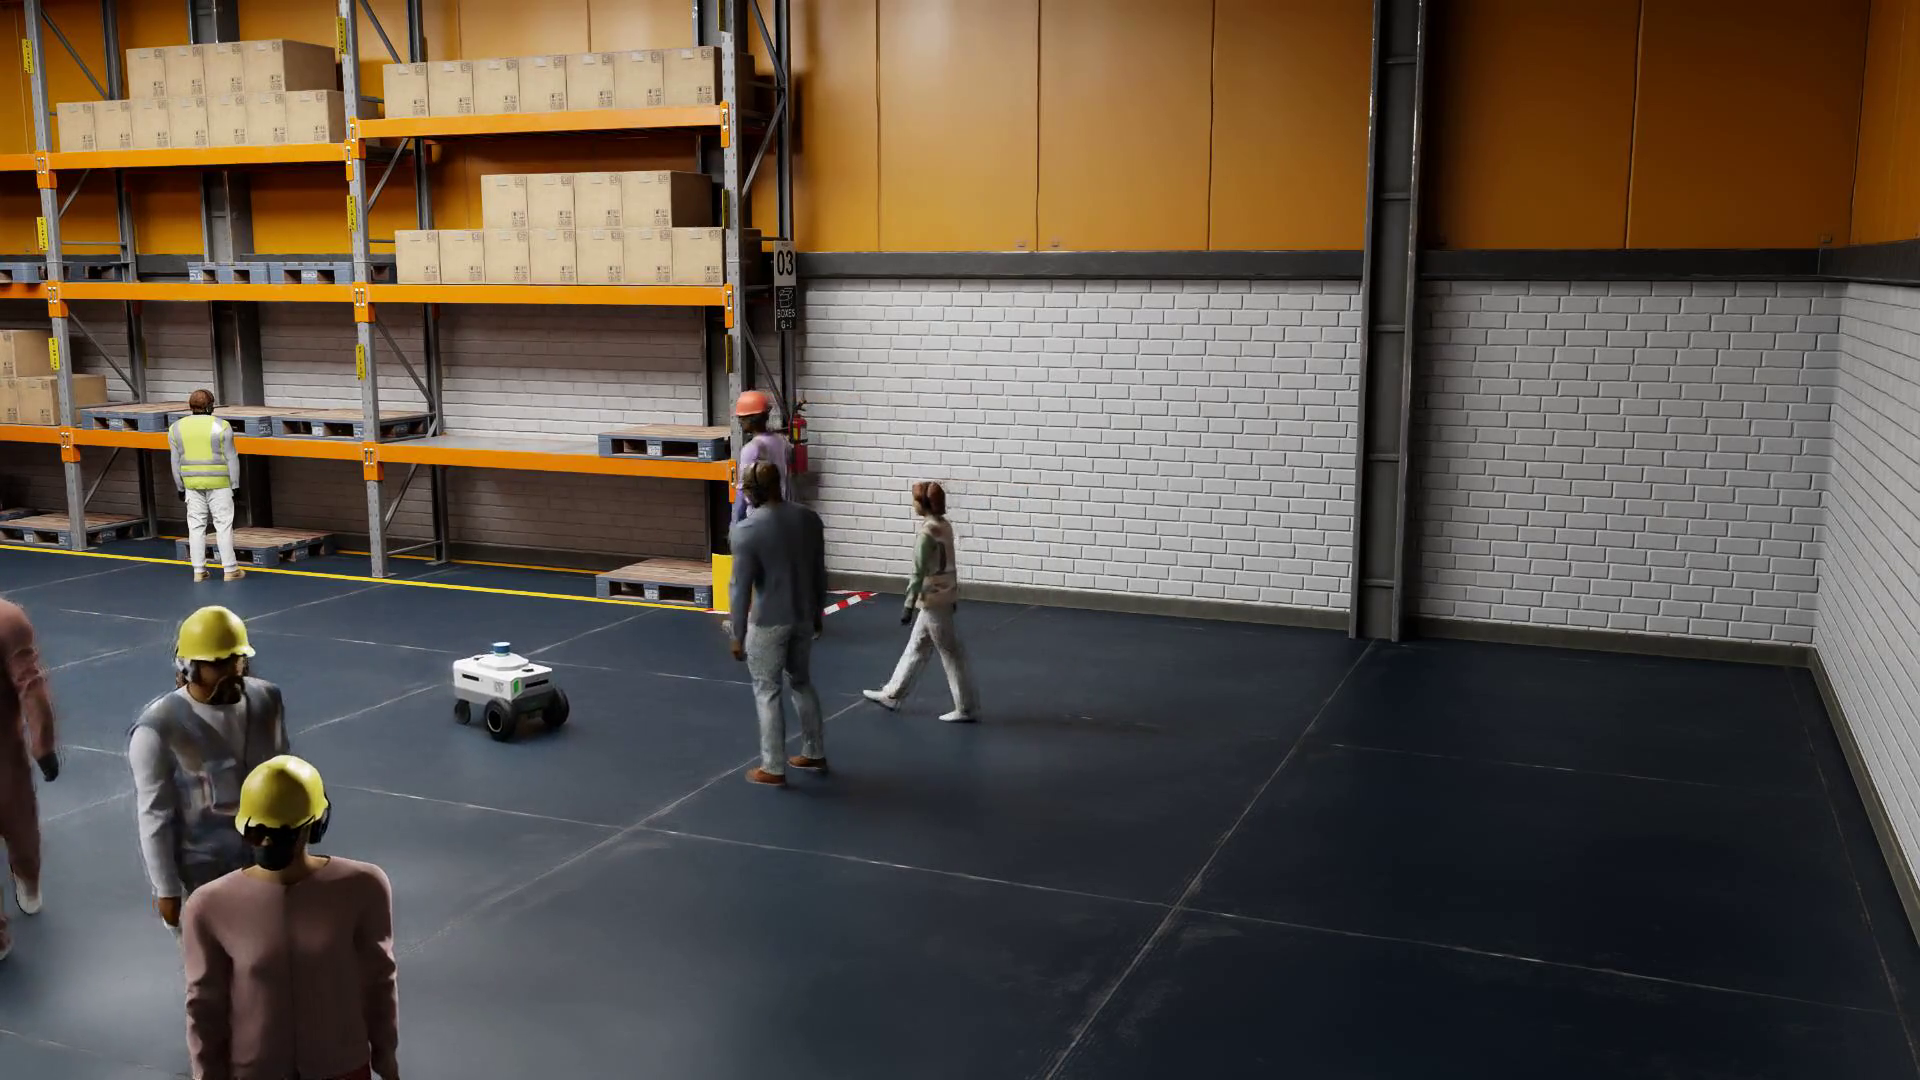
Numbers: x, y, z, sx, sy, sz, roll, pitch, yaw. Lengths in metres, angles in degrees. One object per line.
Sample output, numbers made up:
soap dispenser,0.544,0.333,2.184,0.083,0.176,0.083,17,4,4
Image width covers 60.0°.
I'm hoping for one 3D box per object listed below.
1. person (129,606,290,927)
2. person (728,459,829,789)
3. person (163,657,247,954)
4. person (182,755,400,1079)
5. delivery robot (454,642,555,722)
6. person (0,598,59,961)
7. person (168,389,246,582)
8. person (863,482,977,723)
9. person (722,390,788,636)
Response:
person,-2.634,1.125,5.987,0.419,1.819,0.618,6,11,33
person,-1.052,0.482,9.638,0.390,1.912,0.667,9,13,42
person,-2.864,1.151,6.424,0.534,1.613,0.457,1,9,3
person,-1.742,1.416,4.398,0.527,1.765,0.329,-5,10,-27
delivery robot,-2.973,0.911,10.830,0.707,0.478,0.477,7,12,38
person,-4.314,0.897,7.289,0.700,1.863,0.854,-2,10,-15
person,-7.171,-0.517,15.874,0.621,1.845,0.429,0,9,-2
person,-0.261,0.411,10.960,0.835,1.591,0.544,2,10,12
person,-1.706,-0.176,13.241,0.740,2.024,0.643,3,10,16
